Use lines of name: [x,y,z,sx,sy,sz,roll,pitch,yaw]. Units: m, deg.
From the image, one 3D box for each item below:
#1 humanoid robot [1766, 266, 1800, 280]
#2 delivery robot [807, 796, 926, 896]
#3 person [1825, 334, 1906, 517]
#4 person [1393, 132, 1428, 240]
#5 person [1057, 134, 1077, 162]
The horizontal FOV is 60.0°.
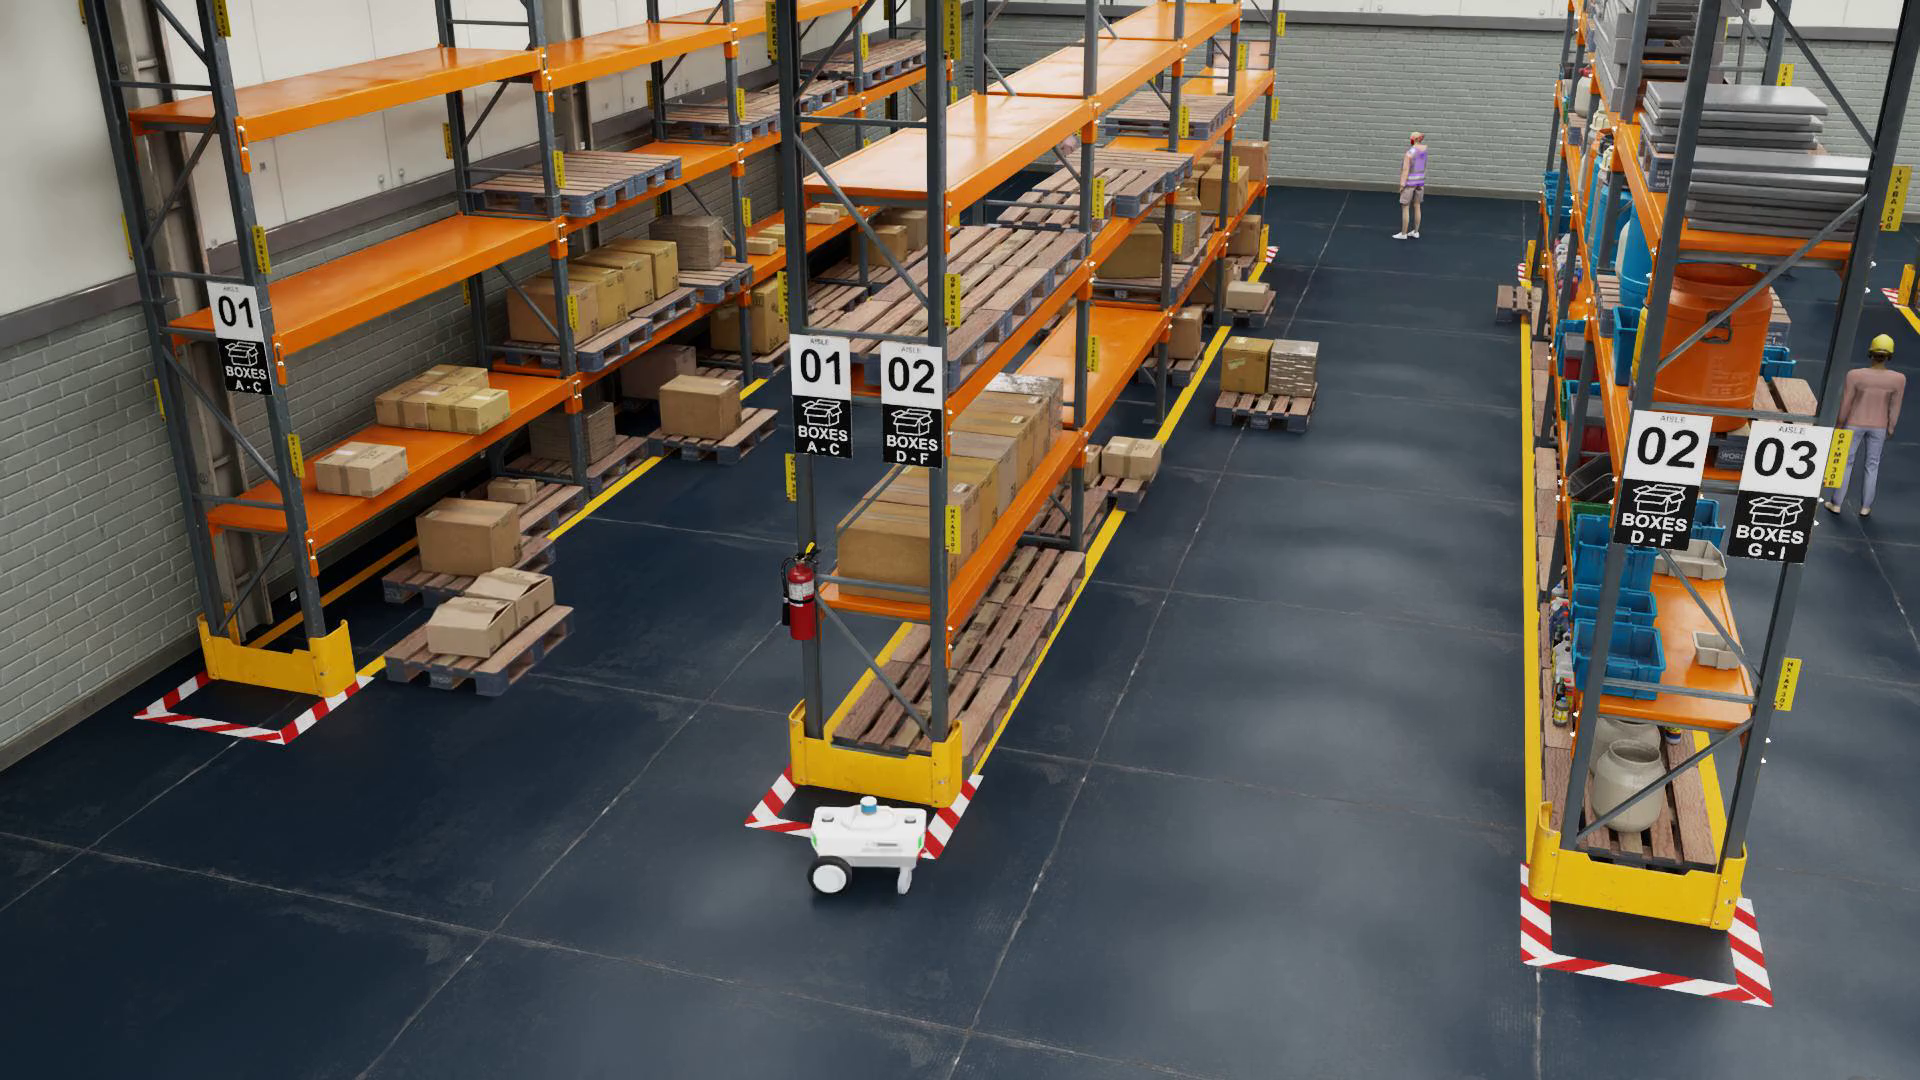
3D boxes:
humanoid robot: [12.006,-4.571,23.996,0.608,1.642,0.531,-21,31,-40]
delivery robot: [-0.589,1.884,10.429,0.756,0.584,0.499,1,23,2]
person: [8.598,-1.088,15.805,0.530,1.765,0.325,7,24,15]
person: [7.182,-5.621,26.418,0.492,1.688,0.348,-14,27,-29]
person: [1.733,-5.910,26.945,0.332,1.801,0.514,5,24,12]
